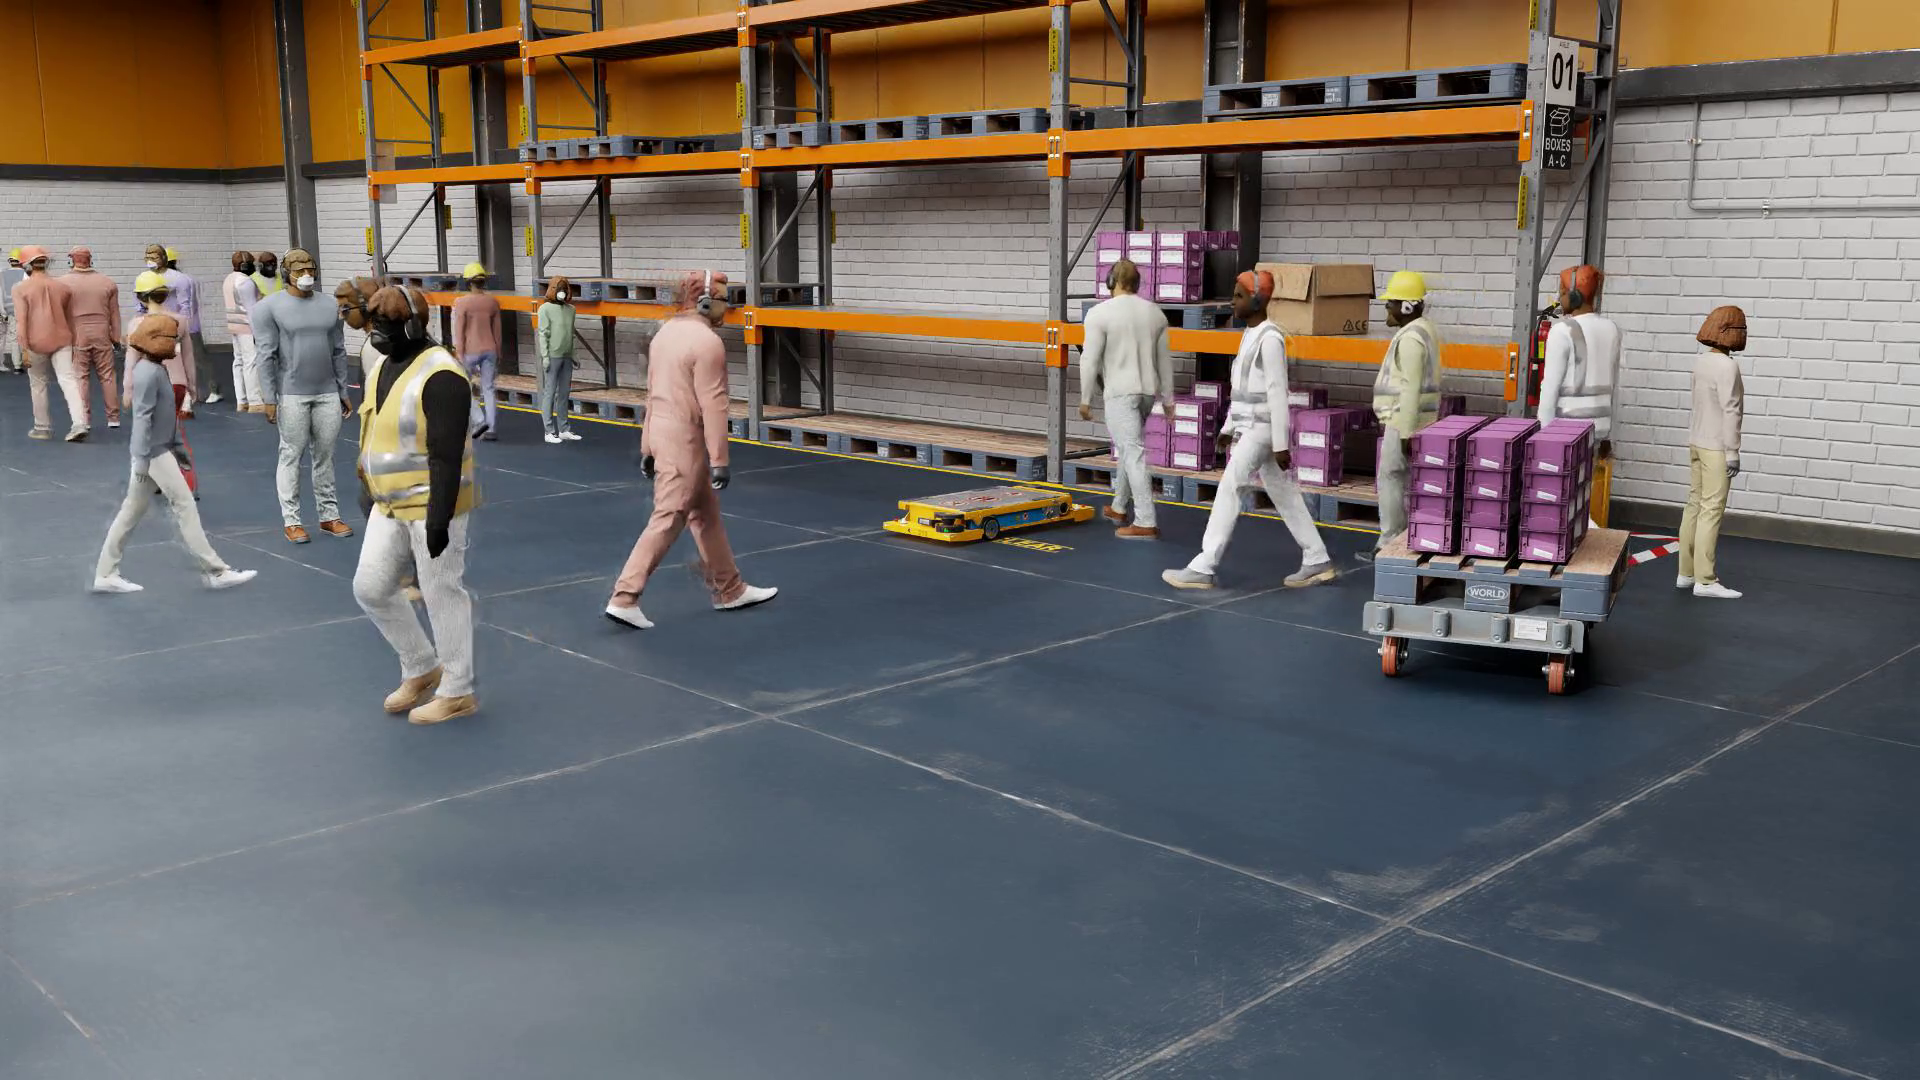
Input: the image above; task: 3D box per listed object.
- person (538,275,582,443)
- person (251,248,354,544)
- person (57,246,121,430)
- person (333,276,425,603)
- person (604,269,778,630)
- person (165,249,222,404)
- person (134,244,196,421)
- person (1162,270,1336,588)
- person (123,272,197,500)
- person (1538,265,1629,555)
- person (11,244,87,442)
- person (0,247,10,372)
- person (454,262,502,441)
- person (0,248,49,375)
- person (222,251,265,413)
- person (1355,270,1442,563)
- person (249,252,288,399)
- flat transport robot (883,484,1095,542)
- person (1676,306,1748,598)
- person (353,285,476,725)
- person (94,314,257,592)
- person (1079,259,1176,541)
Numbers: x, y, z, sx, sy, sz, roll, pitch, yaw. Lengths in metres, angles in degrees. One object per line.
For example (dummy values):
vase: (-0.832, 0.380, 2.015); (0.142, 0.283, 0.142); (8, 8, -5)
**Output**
person: (-3.930, -1.776, 16.341); (0.286, 1.632, 0.500); (6, 12, 29)
person: (-4.335, -0.956, 11.037); (0.365, 1.939, 0.636); (9, 13, 39)
person: (-9.097, -2.096, 17.342); (0.654, 1.904, 0.407); (-10, 14, -44)
person: (-3.147, -0.524, 9.044); (0.635, 1.802, 0.598); (-2, 11, -11)
person: (-1.450, -0.468, 8.658); (1.015, 1.859, 0.691); (-6, 12, -28)
person: (-9.305, -2.520, 19.779); (0.577, 1.850, 1.024); (5, 12, 26)
person: (-8.654, -2.247, 18.124); (0.622, 1.932, 0.383); (1, 10, 5)
person: (1.715, -0.615, 9.494); (1.004, 1.837, 0.576); (1, 10, 5)
person: (-6.193, -1.169, 12.723); (0.800, 1.733, 0.547); (4, 11, 20)
person: (3.536, -0.617, 9.415); (0.584, 1.865, 0.709); (-6, 12, -31)
person: (-8.933, -1.927, 16.342); (1.019, 1.942, 0.619); (8, 13, 37)
person: (-14.299, -3.402, 24.548); (0.664, 1.885, 0.561); (1, 10, 4)
person: (-4.745, -1.842, 16.354); (0.384, 1.755, 0.547); (9, 14, 40)
person: (-13.665, -3.323, 24.232); (0.591, 1.833, 0.404); (-1, 10, -4)
person: (-8.155, -2.378, 19.056); (0.635, 1.842, 0.429); (10, 14, 43)
person: (2.795, -0.740, 10.192); (0.579, 1.813, 0.602); (4, 11, 23)
person: (-8.453, -2.609, 20.425); (0.649, 1.810, 0.858); (-8, 13, -38)
flat transport robot: (0.217, -0.201, 11.467); (1.431, 0.197, 0.652); (-10, 14, -44)
person: (4.258, -0.497, 9.369); (0.284, 1.633, 0.500); (0, 10, 3)
person: (-2.231, -0.126, 6.852); (0.633, 1.822, 0.468); (9, 14, 41)
person: (-4.536, -0.487, 9.431); (0.860, 1.581, 0.506); (-4, 11, -23)
person: (1.162, -0.958, 11.319); (0.652, 1.867, 0.925); (-7, 13, -34)
